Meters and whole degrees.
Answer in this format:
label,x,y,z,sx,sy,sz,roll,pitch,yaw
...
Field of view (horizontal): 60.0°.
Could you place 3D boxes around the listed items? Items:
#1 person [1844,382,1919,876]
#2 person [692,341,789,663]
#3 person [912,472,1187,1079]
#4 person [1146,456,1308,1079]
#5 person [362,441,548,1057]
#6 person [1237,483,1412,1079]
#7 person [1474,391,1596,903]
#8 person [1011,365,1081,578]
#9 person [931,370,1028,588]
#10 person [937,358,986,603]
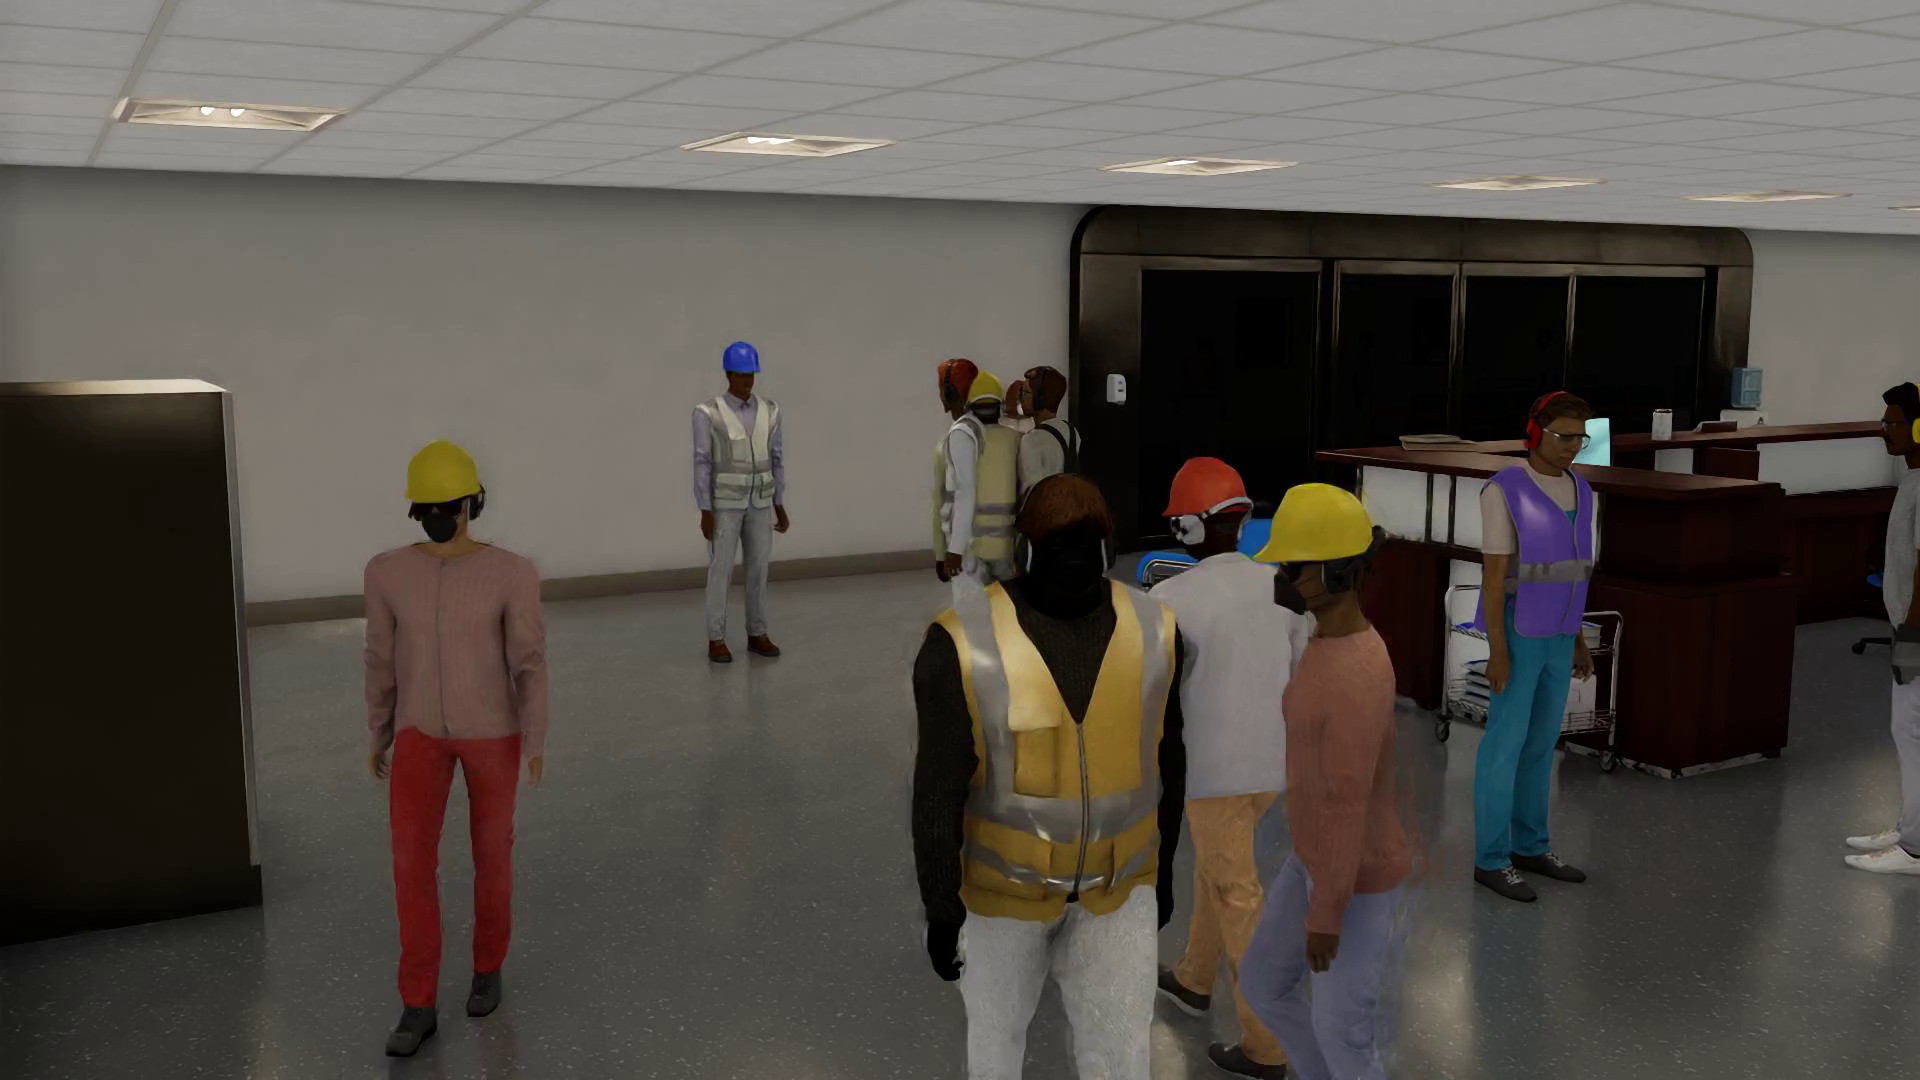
label,x,y,z,sx,sy,sz,roll,pitch,yaw
person,3.600,0.337,6.300,0.326,1.862,0.511,4,9,29
person,-1.332,-0.235,10.127,0.606,1.946,0.403,-6,10,-36
person,0.202,0.737,3.665,0.647,1.790,0.982,-2,8,-11
person,0.701,0.623,4.754,0.571,1.707,0.814,-6,10,-38
person,-1.476,0.593,4.812,0.547,1.741,0.711,-1,8,-5
person,0.833,0.742,3.745,0.402,1.748,0.553,1,8,5
person,2.103,0.373,6.111,0.564,1.837,0.388,-6,10,-37
person,0.428,0.024,8.602,0.345,1.846,0.508,4,9,28
person,0.148,0.027,8.653,0.599,1.818,0.468,-1,8,-9
person,0.027,-0.005,8.687,0.357,1.881,0.574,1,8,10
